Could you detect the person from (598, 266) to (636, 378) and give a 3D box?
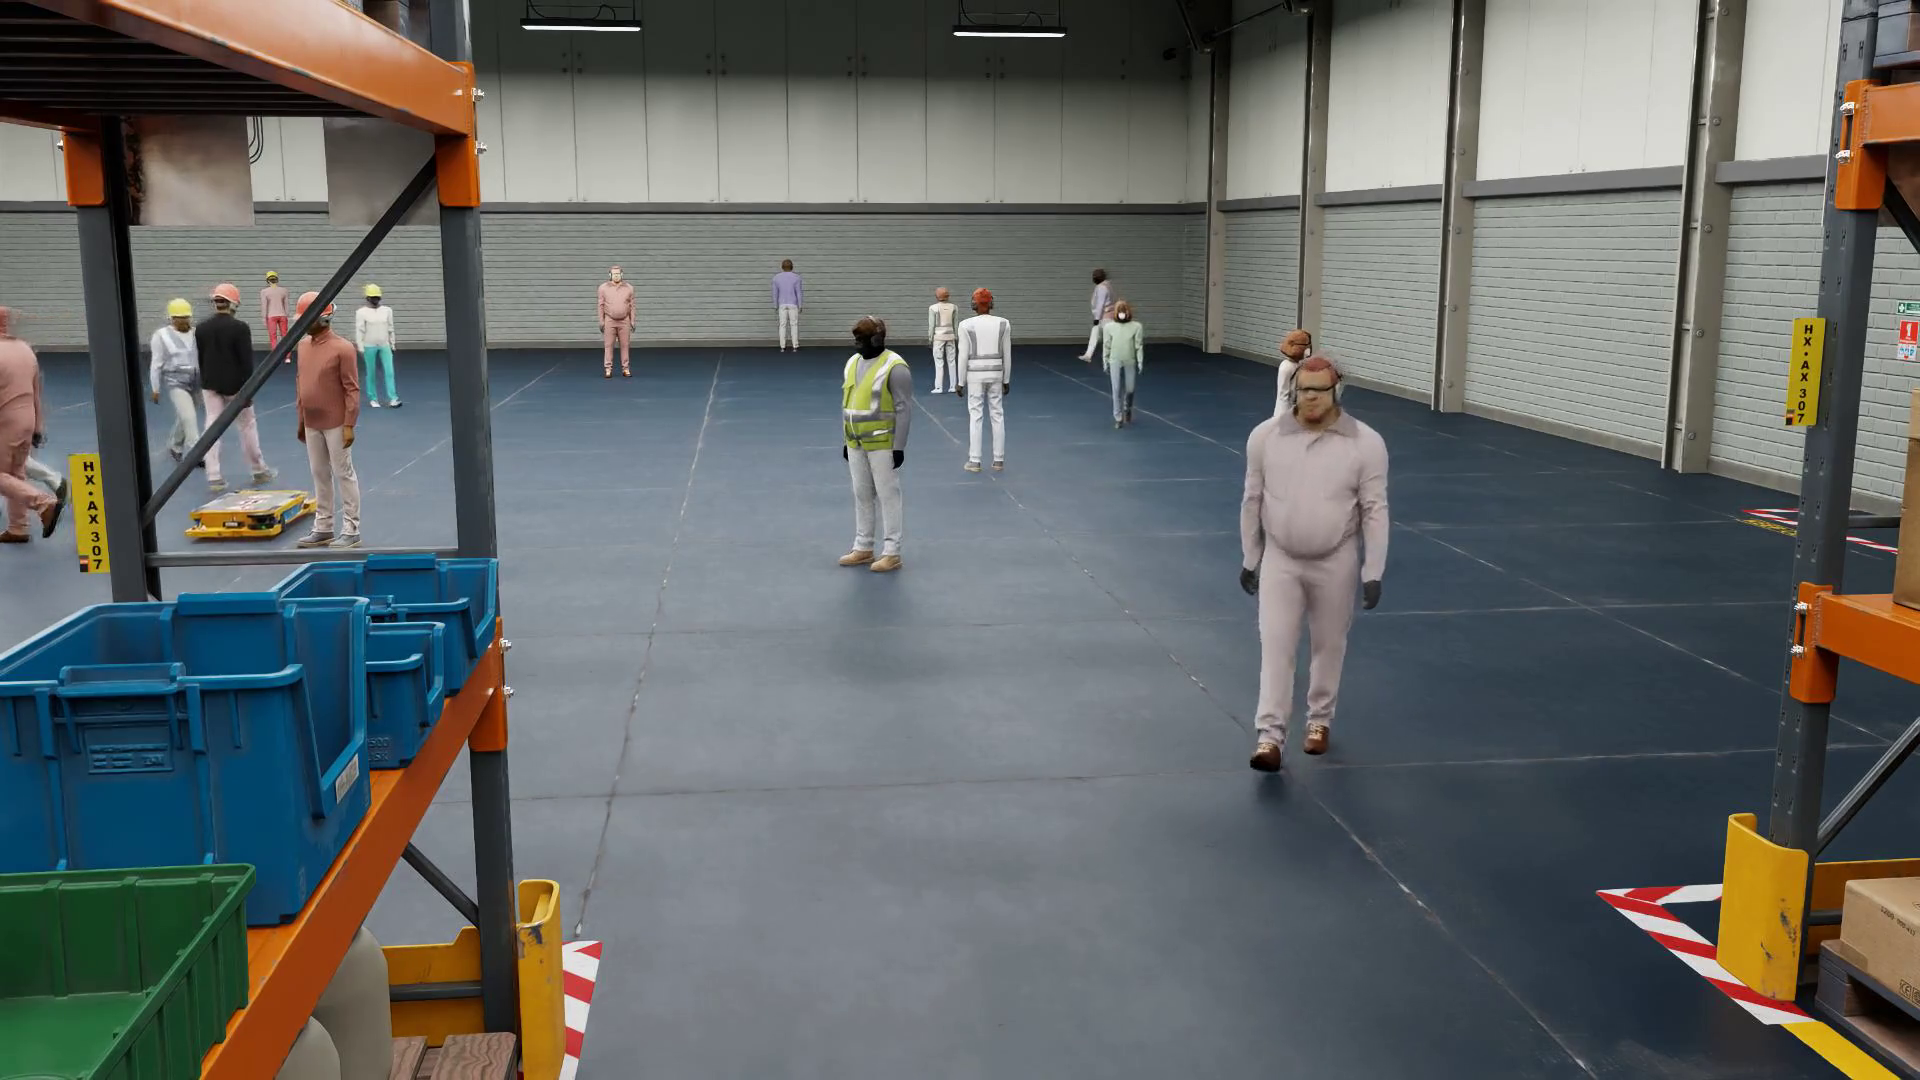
[{"bbox_3d":[-5.876,-3.736,28.518,0.639,1.911,0.406,-4,11,-20],"label":"person"}]

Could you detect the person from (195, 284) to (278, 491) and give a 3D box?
[{"bbox_3d":[-7.011,-1.476,16.009,0.654,1.940,0.960,2,11,10],"label":"person"}]

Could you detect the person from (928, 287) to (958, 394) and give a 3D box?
[{"bbox_3d":[-0.258,-3.066,25.591,0.515,1.636,0.315,-5,12,-27],"label":"person"}]

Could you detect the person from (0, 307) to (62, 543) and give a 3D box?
[{"bbox_3d":[-7.339,-0.881,12.909,0.613,1.882,0.657,1,10,4],"label":"person"}]

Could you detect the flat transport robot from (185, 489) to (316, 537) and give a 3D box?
[{"bbox_3d":[-5.866,-0.234,13.808,0.652,0.197,1.431,-1,10,-7],"label":"flat transport robot"}]

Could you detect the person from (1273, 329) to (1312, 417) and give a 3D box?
[{"bbox_3d":[2.834,-0.988,14.238,0.299,1.624,0.503,6,12,30],"label":"person"}]

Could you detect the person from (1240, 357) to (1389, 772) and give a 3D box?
[{"bbox_3d":[1.567,0.123,7.469,0.679,1.860,0.951,3,11,18],"label":"person"}]

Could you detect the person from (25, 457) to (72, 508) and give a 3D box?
[{"bbox_3d":[-8.174,-1.072,14.252,0.620,1.794,0.793,8,13,39],"label":"person"}]

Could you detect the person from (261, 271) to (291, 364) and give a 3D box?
[{"bbox_3d":[-12.968,-4.206,31.511,0.523,1.759,0.334,-10,14,-42],"label":"person"}]

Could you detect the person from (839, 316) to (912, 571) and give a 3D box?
[{"bbox_3d":[-0.635,-0.696,12.039,0.633,1.839,0.429,10,14,43],"label":"person"}]

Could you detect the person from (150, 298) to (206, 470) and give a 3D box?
[{"bbox_3d":[-8.123,-1.630,17.368,0.965,1.790,0.601,6,12,31],"label":"person"}]

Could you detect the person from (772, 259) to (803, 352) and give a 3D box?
[{"bbox_3d":[-3.605,-4.911,34.874,0.628,1.940,0.373,1,10,6],"label":"person"}]

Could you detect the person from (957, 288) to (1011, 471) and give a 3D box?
[{"bbox_3d":[0.248,-1.646,17.116,0.573,1.887,0.355,-3,11,-16],"label":"person"}]

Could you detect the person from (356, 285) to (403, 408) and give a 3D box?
[{"bbox_3d":[-8.125,-2.690,23.247,0.553,1.725,0.846,-8,13,-36],"label":"person"}]

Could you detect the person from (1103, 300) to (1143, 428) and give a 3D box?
[{"bbox_3d":[2.057,-2.231,21.060,0.514,1.615,0.461,1,10,6],"label":"person"}]

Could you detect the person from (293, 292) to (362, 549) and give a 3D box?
[{"bbox_3d":[-4.890,-0.908,12.807,0.611,1.985,0.394,6,12,28],"label":"person"}]

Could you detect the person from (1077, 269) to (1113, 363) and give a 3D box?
[{"bbox_3d":[2.654,-4.259,31.704,0.867,1.794,0.657,-1,10,-4],"label":"person"}]
